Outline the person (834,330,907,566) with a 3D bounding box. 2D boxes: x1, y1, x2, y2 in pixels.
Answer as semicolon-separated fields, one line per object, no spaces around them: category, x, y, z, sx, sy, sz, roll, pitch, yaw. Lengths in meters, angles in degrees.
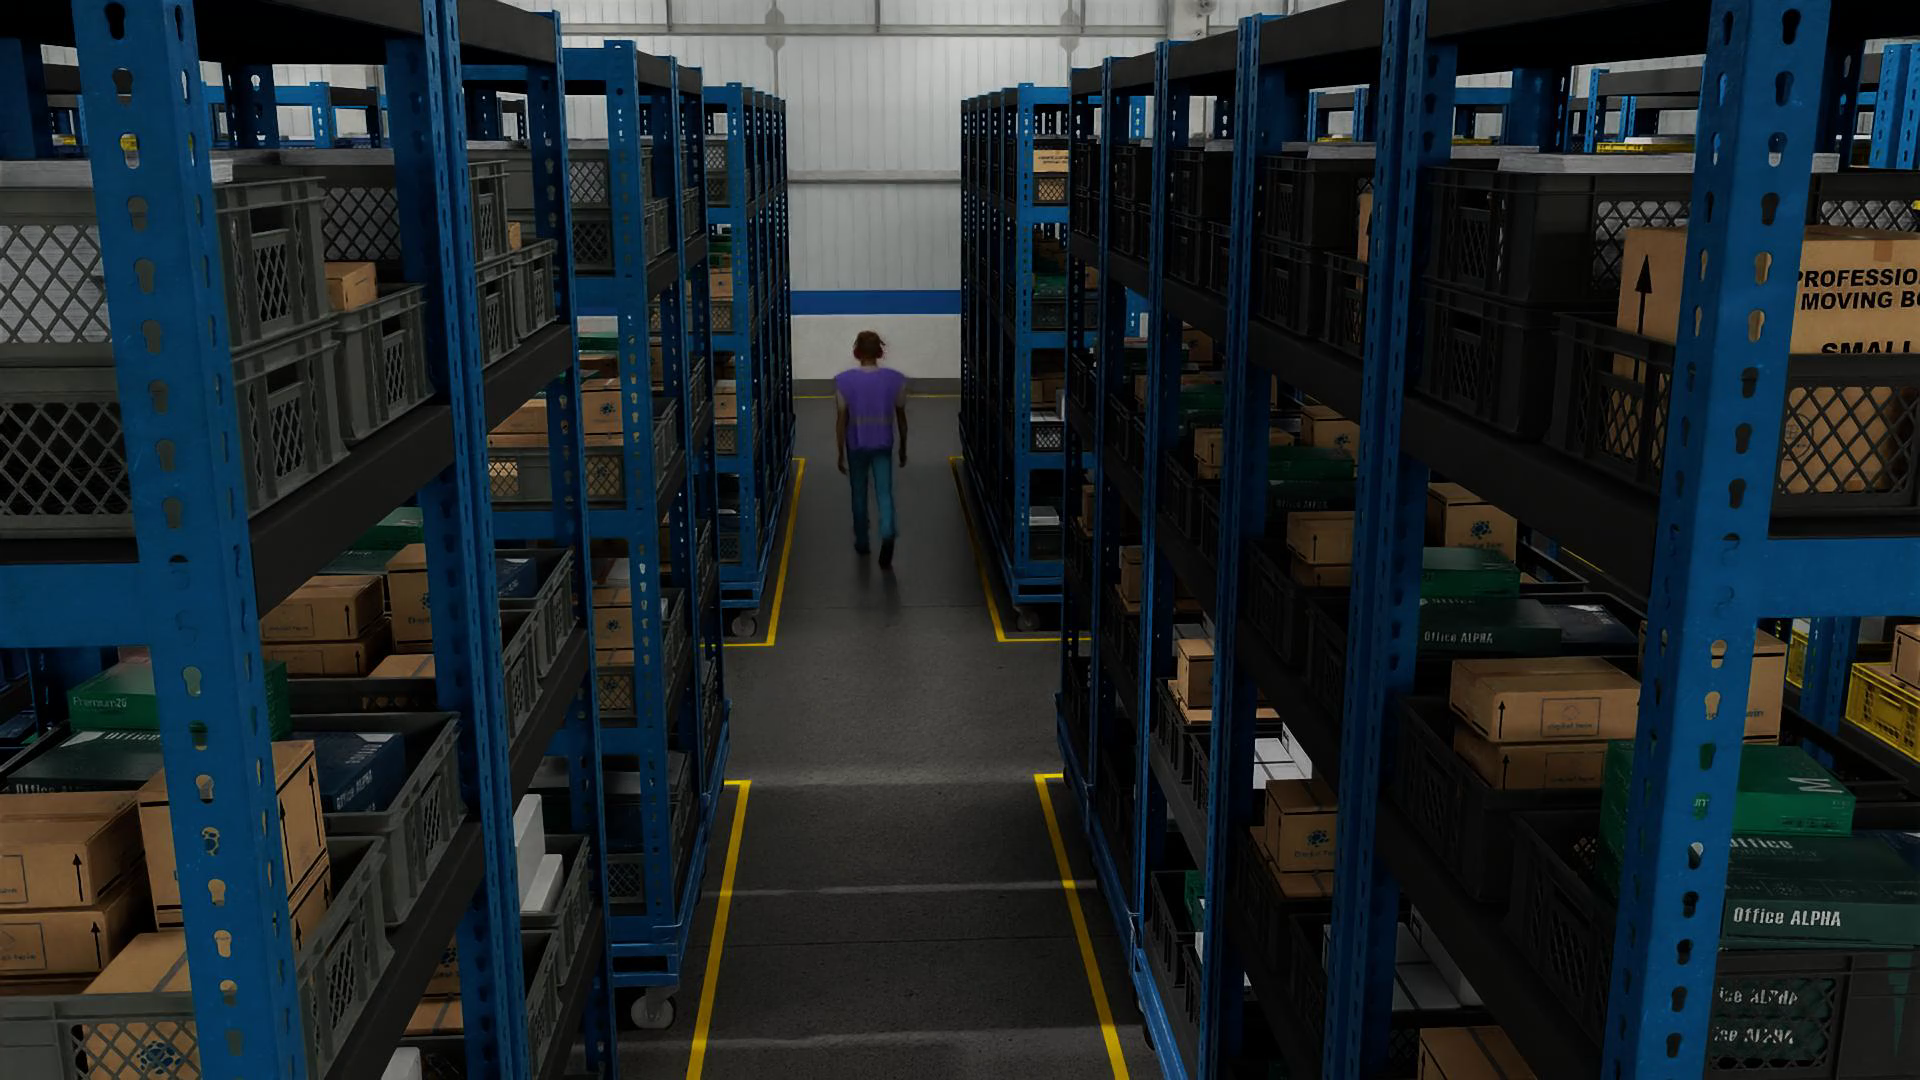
person;-0.680;-0.720;12.929;0.574;1.815;0.836;-3;14;-12
